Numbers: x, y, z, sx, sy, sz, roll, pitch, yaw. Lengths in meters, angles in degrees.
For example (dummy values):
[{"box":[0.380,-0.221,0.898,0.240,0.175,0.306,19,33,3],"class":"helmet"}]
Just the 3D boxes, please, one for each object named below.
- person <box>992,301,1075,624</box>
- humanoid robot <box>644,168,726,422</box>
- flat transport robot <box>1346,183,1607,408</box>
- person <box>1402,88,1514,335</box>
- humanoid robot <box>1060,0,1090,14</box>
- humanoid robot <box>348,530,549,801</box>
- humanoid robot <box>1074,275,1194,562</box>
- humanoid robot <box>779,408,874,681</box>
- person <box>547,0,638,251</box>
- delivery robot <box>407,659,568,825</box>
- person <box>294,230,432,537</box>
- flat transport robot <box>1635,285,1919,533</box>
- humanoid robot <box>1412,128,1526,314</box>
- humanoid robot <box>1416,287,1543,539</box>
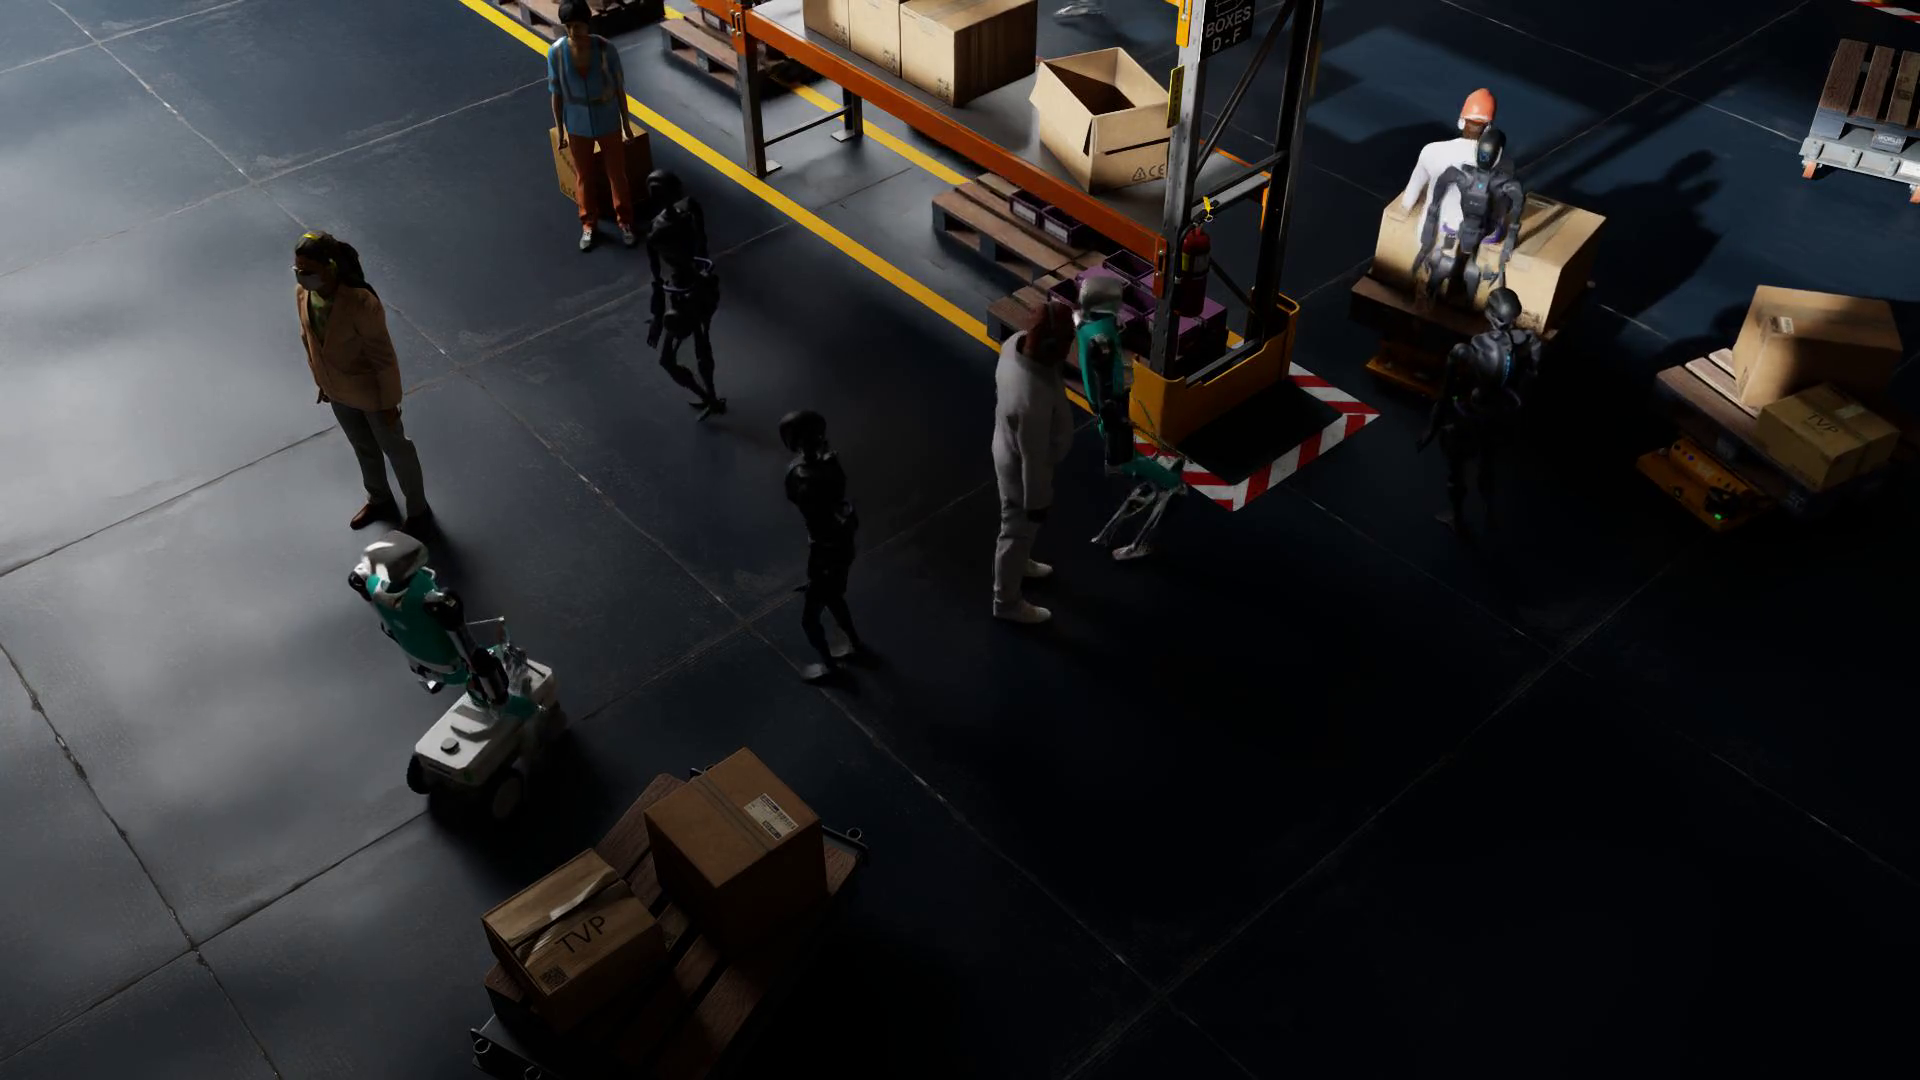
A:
[{"box":[0.356,-0.381,8.320,0.417,1.890,0.651,-3,43,-4],"class":"person"},{"box":[-1.553,-1.392,9.561,0.396,1.648,0.598,17,45,18],"class":"humanoid robot"},{"box":[3.200,-1.341,10.554,0.659,0.231,1.431,27,49,26],"class":"flat transport robot"},{"box":[2.987,-1.930,10.133,0.616,1.701,0.878,9,43,10],"class":"person"},{"box":[1.054,-5.084,13.441,0.734,1.677,0.534,9,43,9],"class":"humanoid robot"},{"box":[-2.146,0.522,7.487,0.545,1.810,0.837,18,46,19],"class":"humanoid robot"},{"box":[0.942,-0.570,8.643,0.755,1.792,0.531,-1,43,-1],"class":"humanoid robot"},{"box":[-0.635,0.042,8.012,0.375,1.640,0.615,2,43,2],"class":"humanoid robot"},{"box":[-2.415,-2.732,10.960,0.508,1.764,0.303,-6,43,-7],"class":"person"},{"box":[-2.231,0.905,7.890,0.499,0.582,0.773,18,46,19],"class":"delivery robot"},{"box":[-3.170,-0.819,8.801,0.554,1.877,0.409,17,45,18],"class":"person"},{"box":[4.705,-0.505,9.644,1.431,0.231,0.659,-19,46,-19],"class":"flat transport robot"},{"box":[3.035,-1.733,9.955,0.587,1.650,0.382,16,45,17],"class":"humanoid robot"},{"box":[2.750,-0.618,8.741,0.609,1.642,0.431,-10,43,-10],"class":"humanoid robot"}]
